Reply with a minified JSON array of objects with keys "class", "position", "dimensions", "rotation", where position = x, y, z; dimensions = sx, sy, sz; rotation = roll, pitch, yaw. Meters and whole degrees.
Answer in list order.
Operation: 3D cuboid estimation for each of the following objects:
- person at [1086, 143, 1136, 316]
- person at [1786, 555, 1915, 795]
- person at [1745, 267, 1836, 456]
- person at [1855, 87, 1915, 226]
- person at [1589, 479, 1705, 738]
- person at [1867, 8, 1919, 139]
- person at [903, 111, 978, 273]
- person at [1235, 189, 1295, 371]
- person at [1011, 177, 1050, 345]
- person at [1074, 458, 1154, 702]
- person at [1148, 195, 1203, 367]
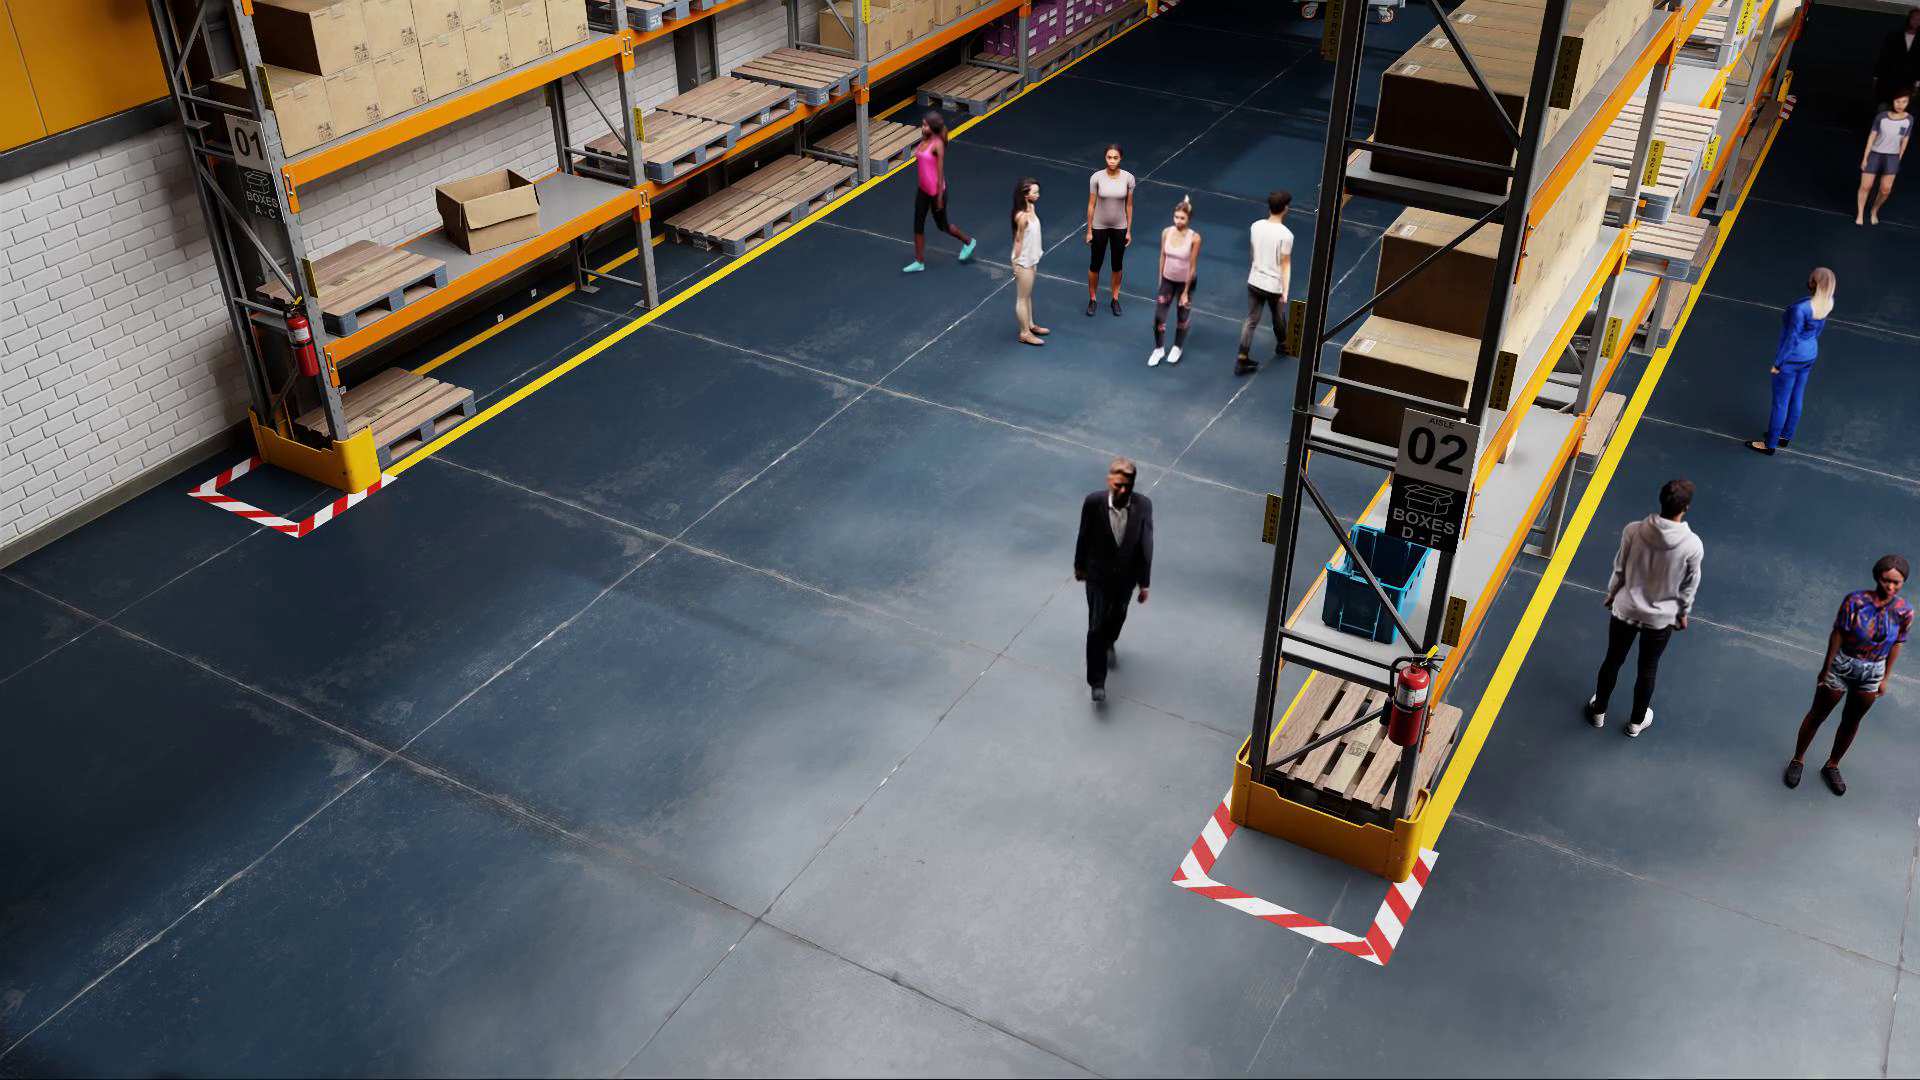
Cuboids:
[{"class":"person","position":[1.472,-3.067,16.398],"dimensions":[0.692,1.747,0.701],"rotation":[0,34,0]},{"class":"person","position":[5.653,0.841,10.523],"dimensions":[0.644,1.743,0.610],"rotation":[8,34,11]},{"class":"person","position":[7.107,-1.523,14.118],"dimensions":[0.639,1.700,0.760],"rotation":[-19,38,-26]},{"class":"person","position":[10.174,-4.252,18.361],"dimensions":[0.590,1.549,0.585],"rotation":[13,36,19]},{"class":"person","position":[4.512,0.448,10.947],"dimensions":[0.678,1.927,0.561],"rotation":[17,37,24]},{"class":"person","position":[11.347,-5.593,20.227],"dimensions":[0.935,1.715,1.232],"rotation":[5,34,8]},{"class":"person","position":[-0.204,-3.609,17.258],"dimensions":[1.140,1.698,0.914],"rotation":[-18,38,-25]},{"class":"person","position":[2.786,-2.354,15.399],"dimensions":[1.150,1.666,0.863],"rotation":[-28,42,-35]},{"class":"person","position":[0.610,-2.680,15.901],"dimensions":[0.677,1.653,0.619],"rotation":[-6,34,-9]},{"class":"person","position":[1.069,0.151,11.529],"dimensions":[1.023,1.779,1.201],"rotation":[0,34,0]},{"class":"person","position":[2.074,-2.442,15.558],"dimensions":[0.583,1.636,0.674],"rotation":[15,36,21]}]
